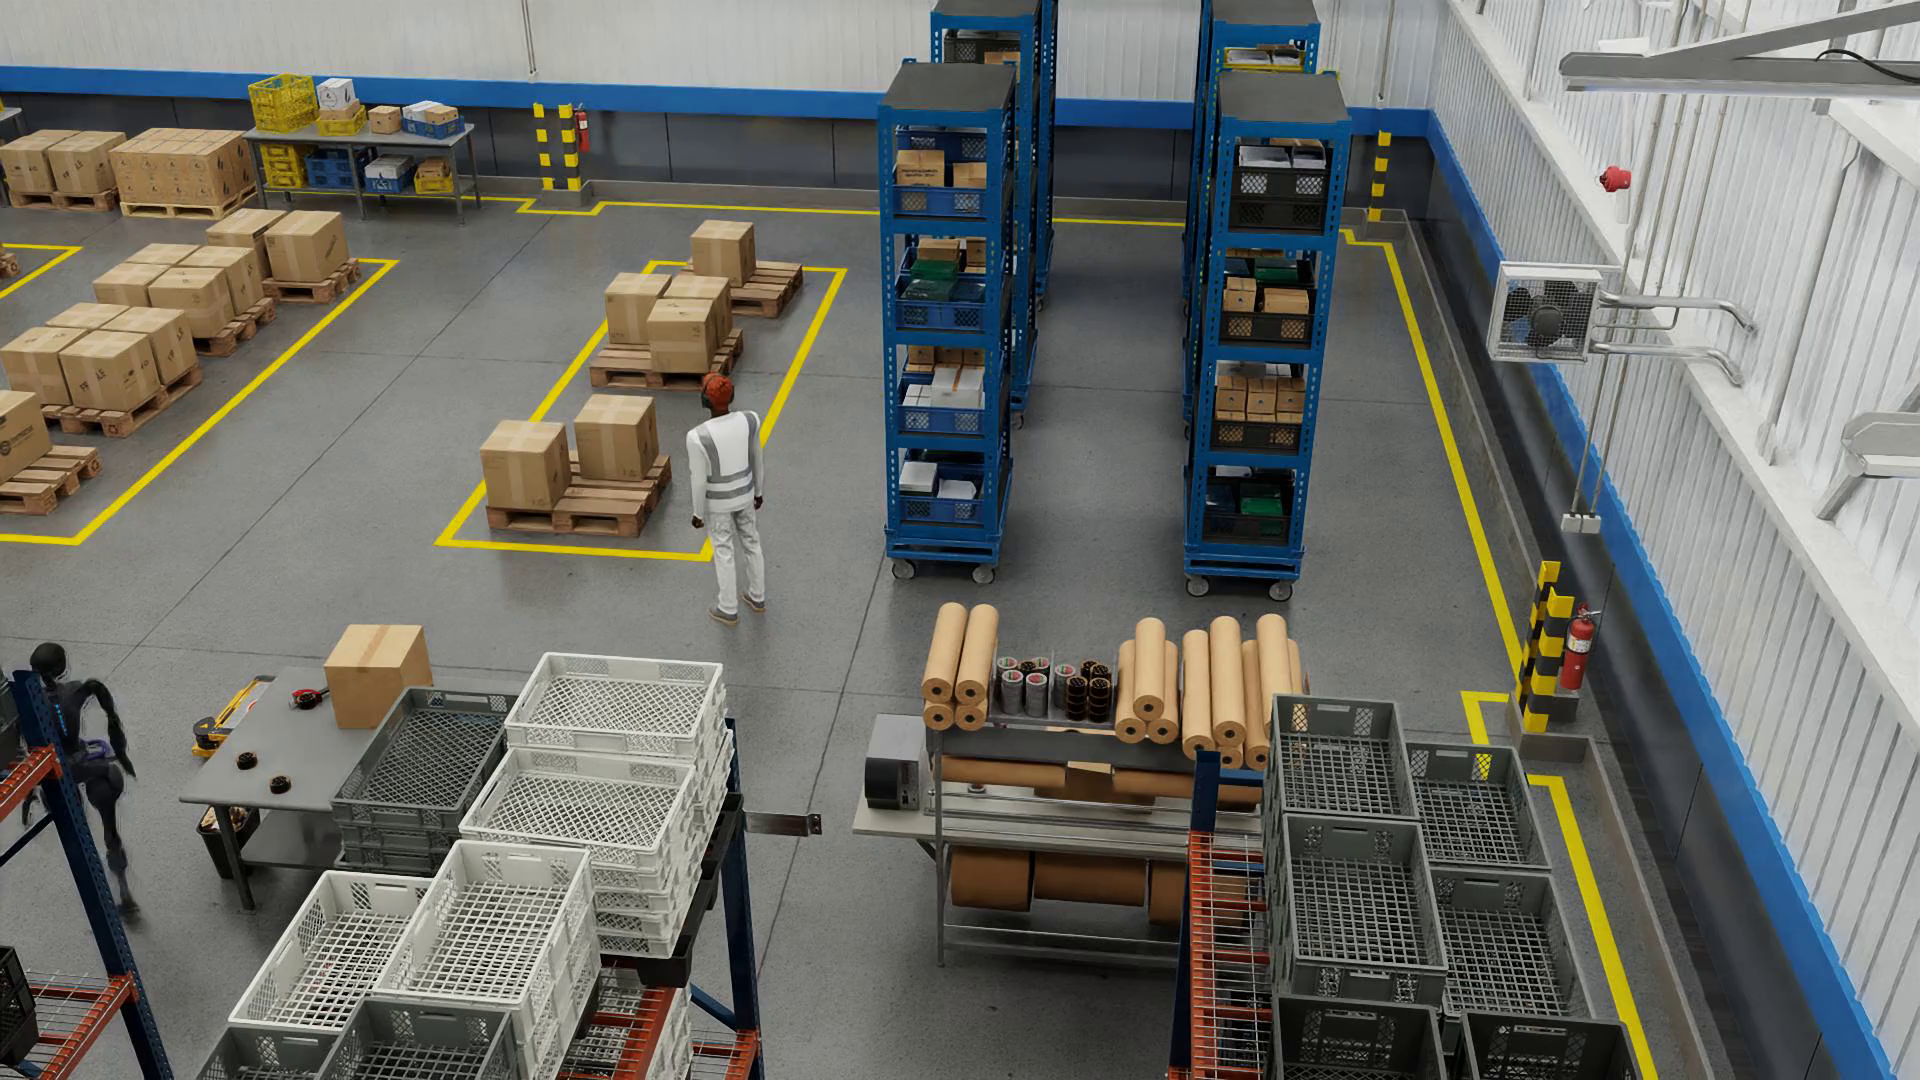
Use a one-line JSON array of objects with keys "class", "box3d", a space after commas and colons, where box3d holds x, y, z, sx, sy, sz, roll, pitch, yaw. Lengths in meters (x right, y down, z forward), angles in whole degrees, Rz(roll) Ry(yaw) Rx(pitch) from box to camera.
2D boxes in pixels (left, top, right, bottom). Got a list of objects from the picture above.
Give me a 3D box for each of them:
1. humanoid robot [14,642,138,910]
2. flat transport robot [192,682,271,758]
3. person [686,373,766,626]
[{"class": "humanoid robot", "box3d": [-4.829, 1.301, 9.075, 0.598, 1.635, 0.692, -17, 34, -26]}, {"class": "flat transport robot", "box3d": [-4.089, 1.163, 10.648, 1.431, 0.197, 0.652, 3, 30, 6]}, {"class": "person", "box3d": [-1.613, -0.277, 11.546, 0.573, 1.881, 0.356, -22, 37, -33]}]
